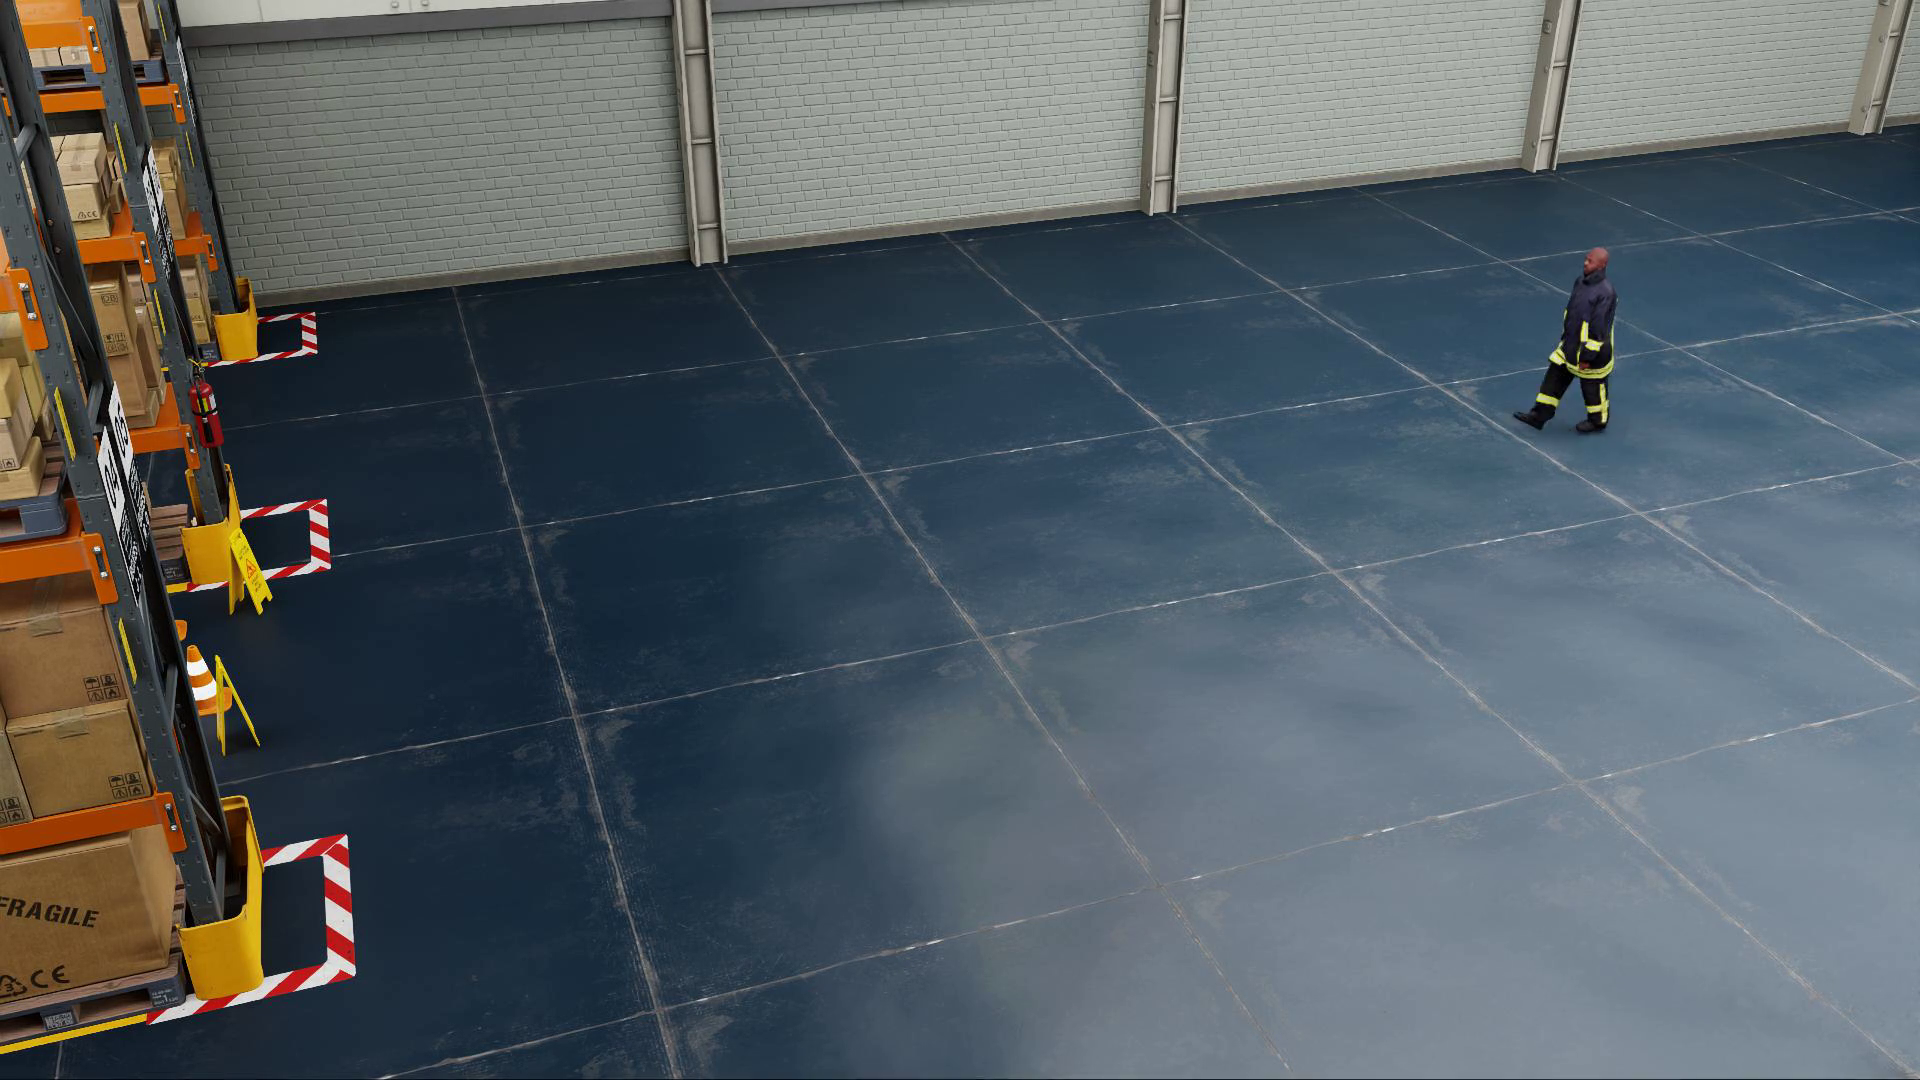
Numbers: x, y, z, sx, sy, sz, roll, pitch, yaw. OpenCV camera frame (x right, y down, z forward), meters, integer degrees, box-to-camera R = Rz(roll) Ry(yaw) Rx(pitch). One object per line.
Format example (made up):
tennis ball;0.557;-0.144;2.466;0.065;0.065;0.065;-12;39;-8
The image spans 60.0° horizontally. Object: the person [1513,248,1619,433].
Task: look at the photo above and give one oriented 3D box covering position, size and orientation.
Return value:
person;5.825;-1.809;15.265;1.168;1.777;0.809;-7;29;-13
